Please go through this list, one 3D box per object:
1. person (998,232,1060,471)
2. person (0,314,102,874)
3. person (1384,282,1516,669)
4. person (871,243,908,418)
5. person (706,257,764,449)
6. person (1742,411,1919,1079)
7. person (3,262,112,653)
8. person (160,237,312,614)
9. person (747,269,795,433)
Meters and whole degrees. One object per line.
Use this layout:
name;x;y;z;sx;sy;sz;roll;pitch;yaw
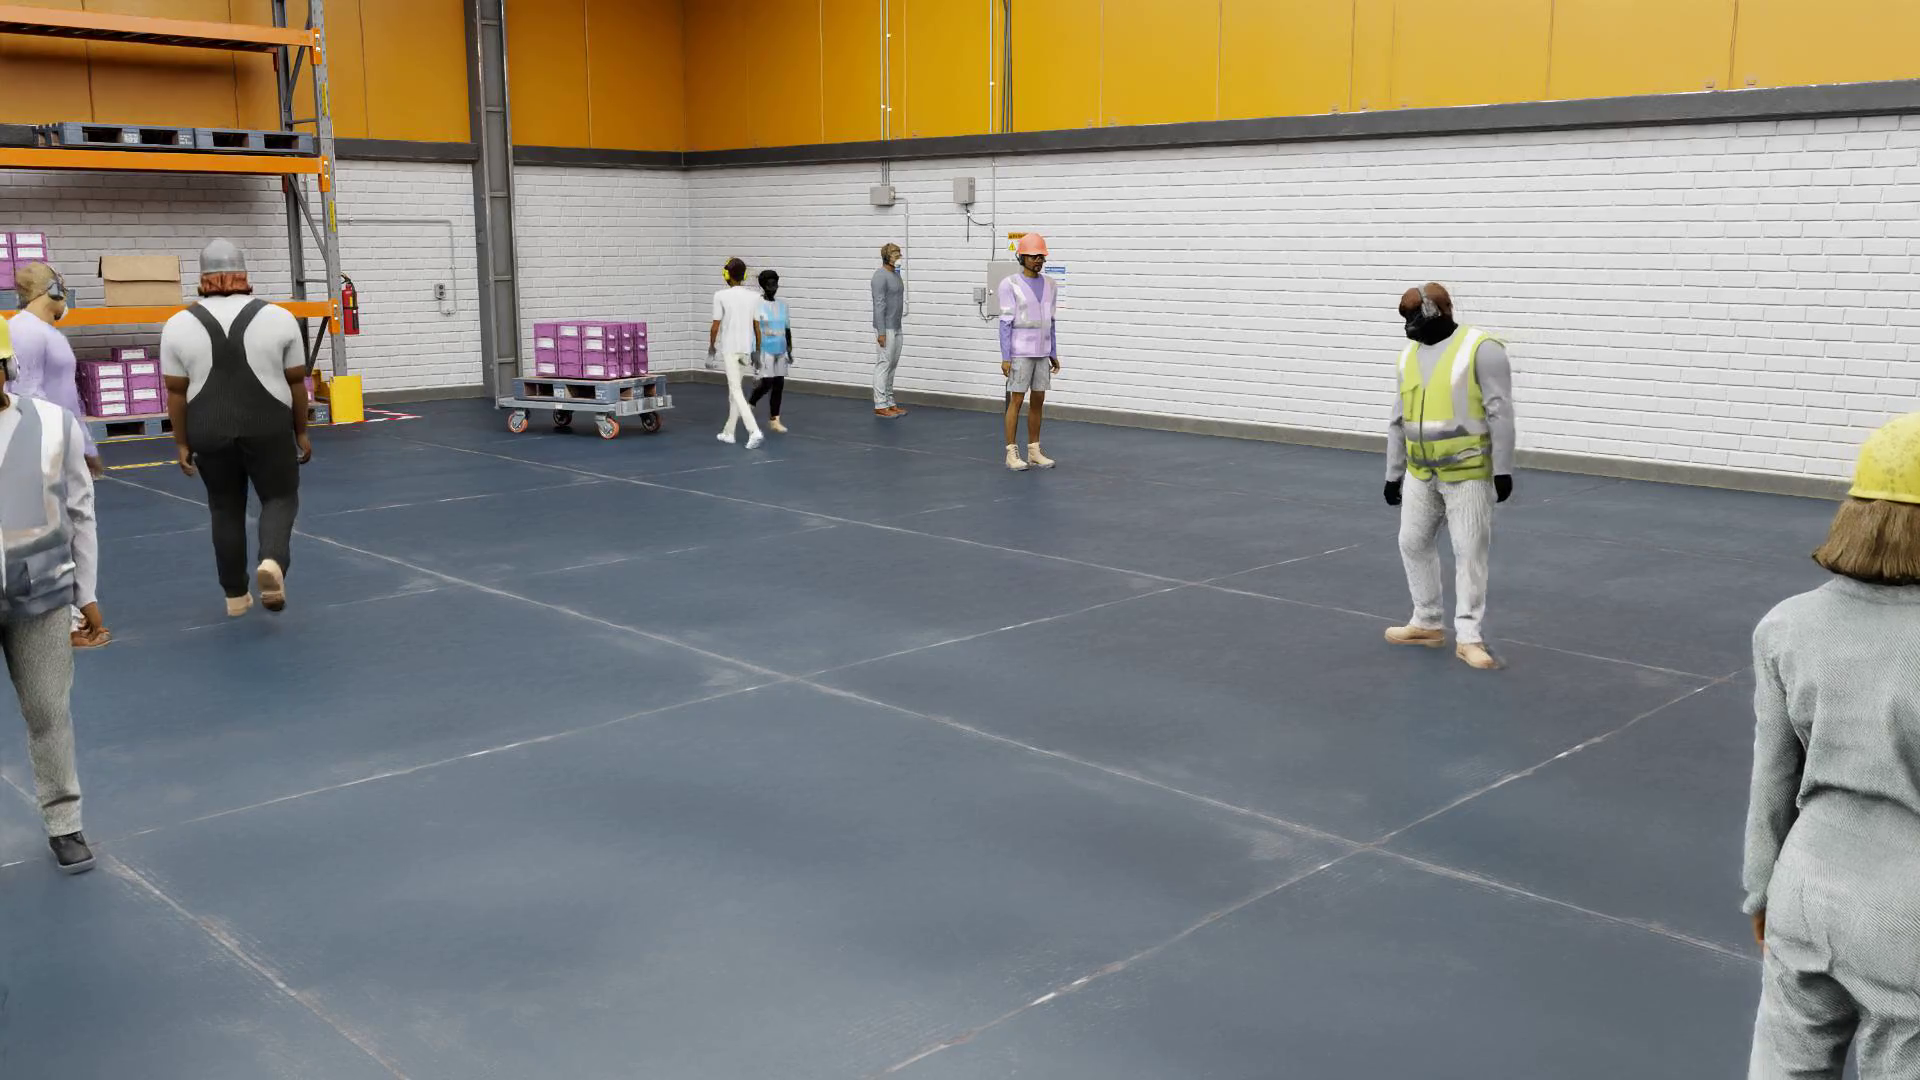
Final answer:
person;0.621;-1.621;14.378;0.616;2.041;0.380;-8;13;-36
person;-2.989;0.176;5.161;0.599;1.827;0.404;-8;13;-36
person;2.334;-0.312;7.918;0.433;1.806;0.713;-7;13;-35
person;-0.791;-2.338;18.571;0.354;1.938;0.636;3;11;17
person;-2.142;-1.796;15.971;0.518;1.825;0.956;-9;13;-39
person;1.573;0.649;2.838;0.312;1.739;0.484;-6;12;-28
person;-4.482;-0.405;8.195;0.406;1.888;0.703;-3;11;-16
person;-3.793;-0.589;8.753;0.694;2.000;0.691;-3;11;-15
person;-1.977;-1.926;17.026;0.432;1.680;0.536;9;14;41
